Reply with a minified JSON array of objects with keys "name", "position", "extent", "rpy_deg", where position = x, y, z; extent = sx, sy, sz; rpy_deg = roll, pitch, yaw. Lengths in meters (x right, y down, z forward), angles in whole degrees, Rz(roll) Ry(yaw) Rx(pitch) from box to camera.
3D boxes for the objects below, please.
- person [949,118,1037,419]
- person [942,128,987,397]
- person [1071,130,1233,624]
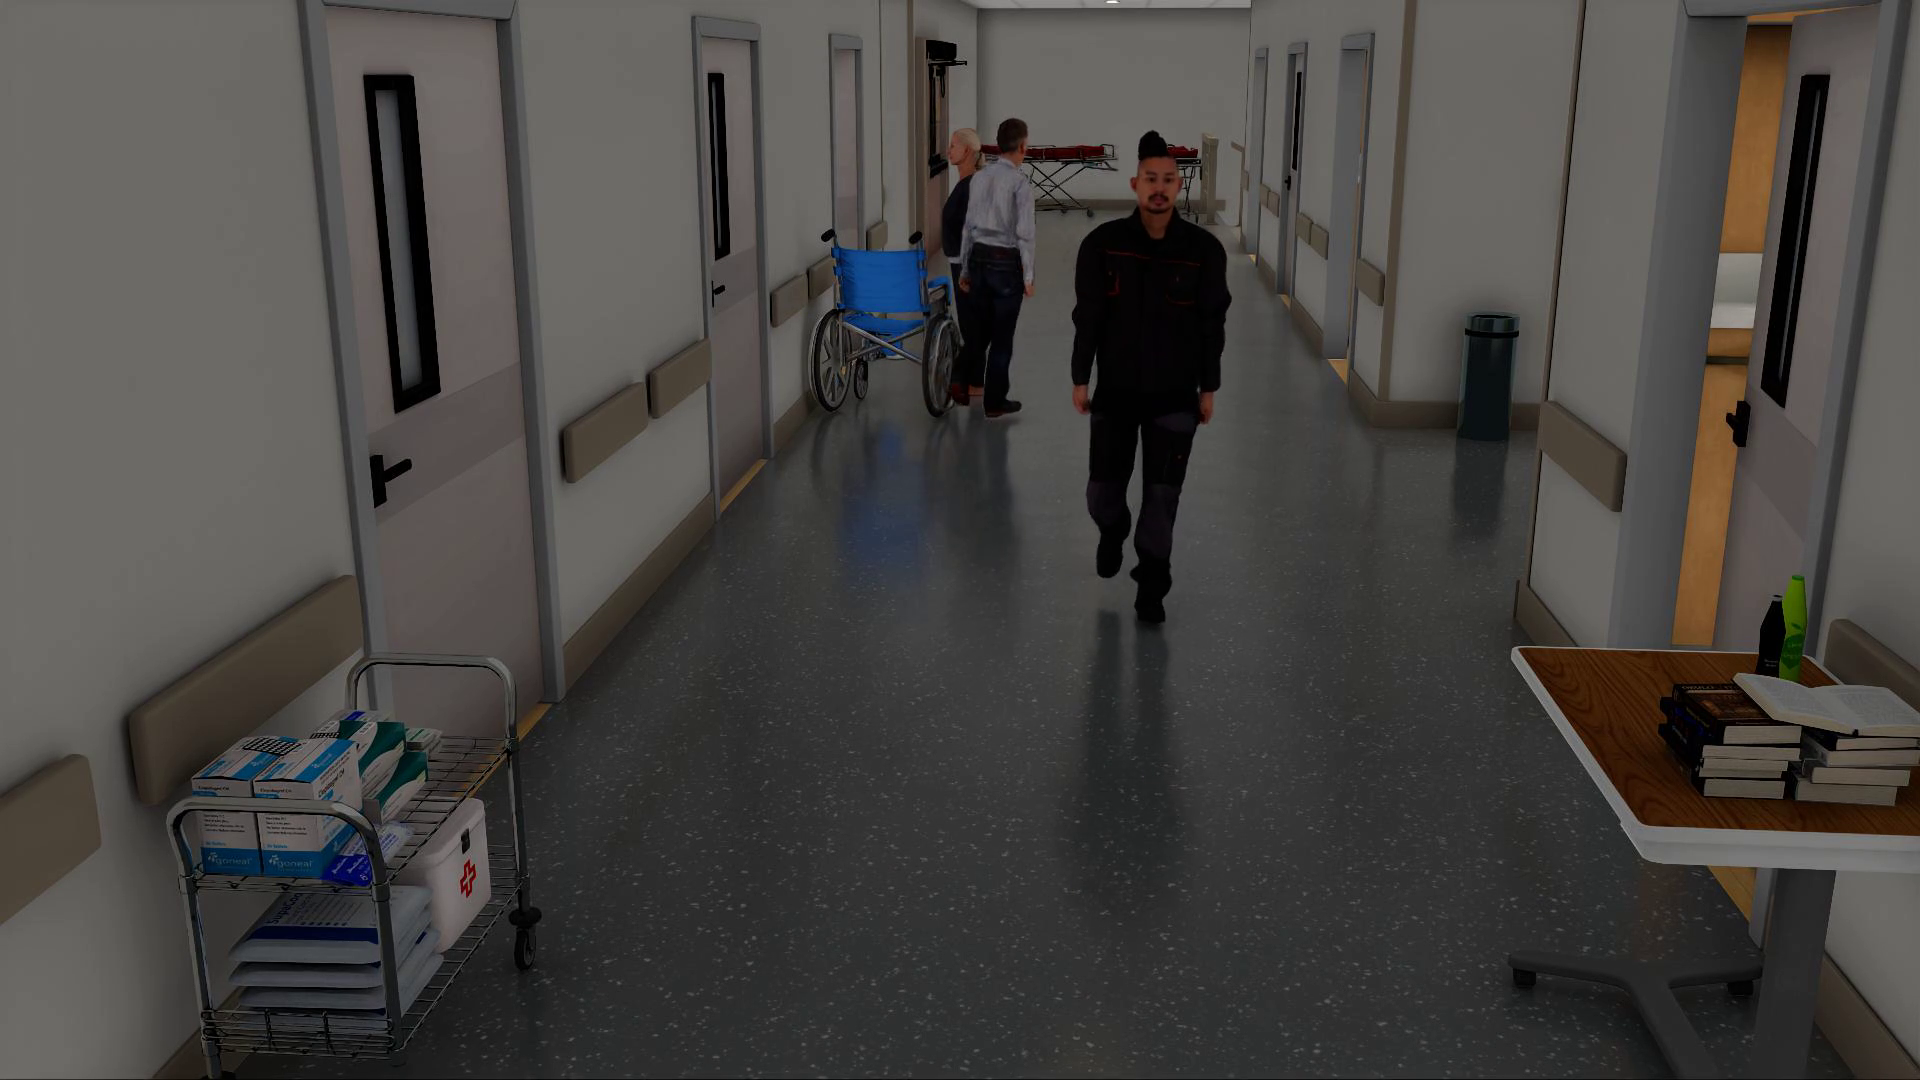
[{"name":"person","position":[0.189,-1.612,10.032],"extent":[0.898,1.796,0.969],"rpy_deg":[13,21,39]},{"name":"person","position":[0.063,-1.827,10.925],"extent":[0.696,1.726,0.520],"rpy_deg":[-2,16,-6]},{"name":"person","position":[0.710,-0.634,6.465],"extent":[0.749,1.849,0.850],"rpy_deg":[1,16,5]}]
